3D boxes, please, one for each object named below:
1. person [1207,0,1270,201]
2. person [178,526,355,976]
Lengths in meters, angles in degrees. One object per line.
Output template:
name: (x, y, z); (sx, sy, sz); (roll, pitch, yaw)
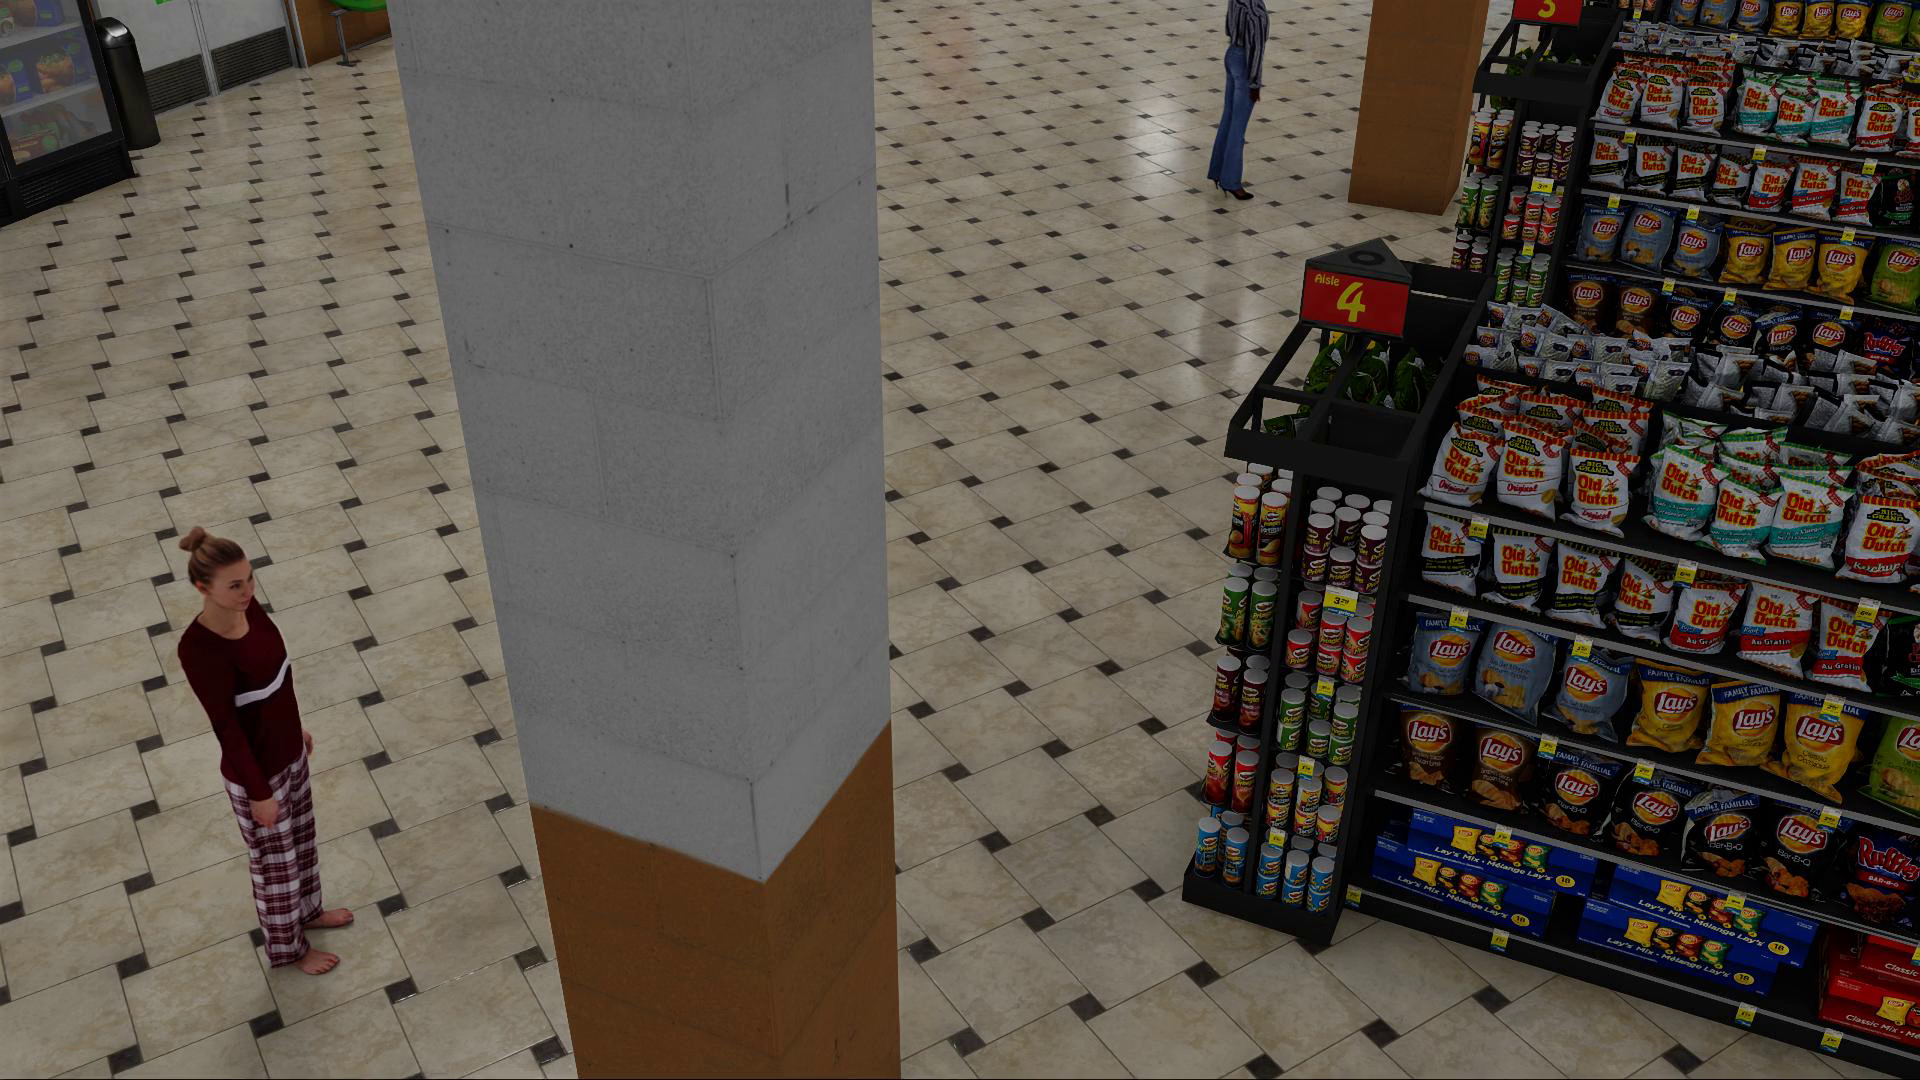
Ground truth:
person: (2.036, -3.364, 12.003); (0.735, 1.793, 0.706); (-6, 32, -10)
person: (-2.324, 0.712, 5.536); (0.655, 1.705, 0.683); (0, 32, -1)
